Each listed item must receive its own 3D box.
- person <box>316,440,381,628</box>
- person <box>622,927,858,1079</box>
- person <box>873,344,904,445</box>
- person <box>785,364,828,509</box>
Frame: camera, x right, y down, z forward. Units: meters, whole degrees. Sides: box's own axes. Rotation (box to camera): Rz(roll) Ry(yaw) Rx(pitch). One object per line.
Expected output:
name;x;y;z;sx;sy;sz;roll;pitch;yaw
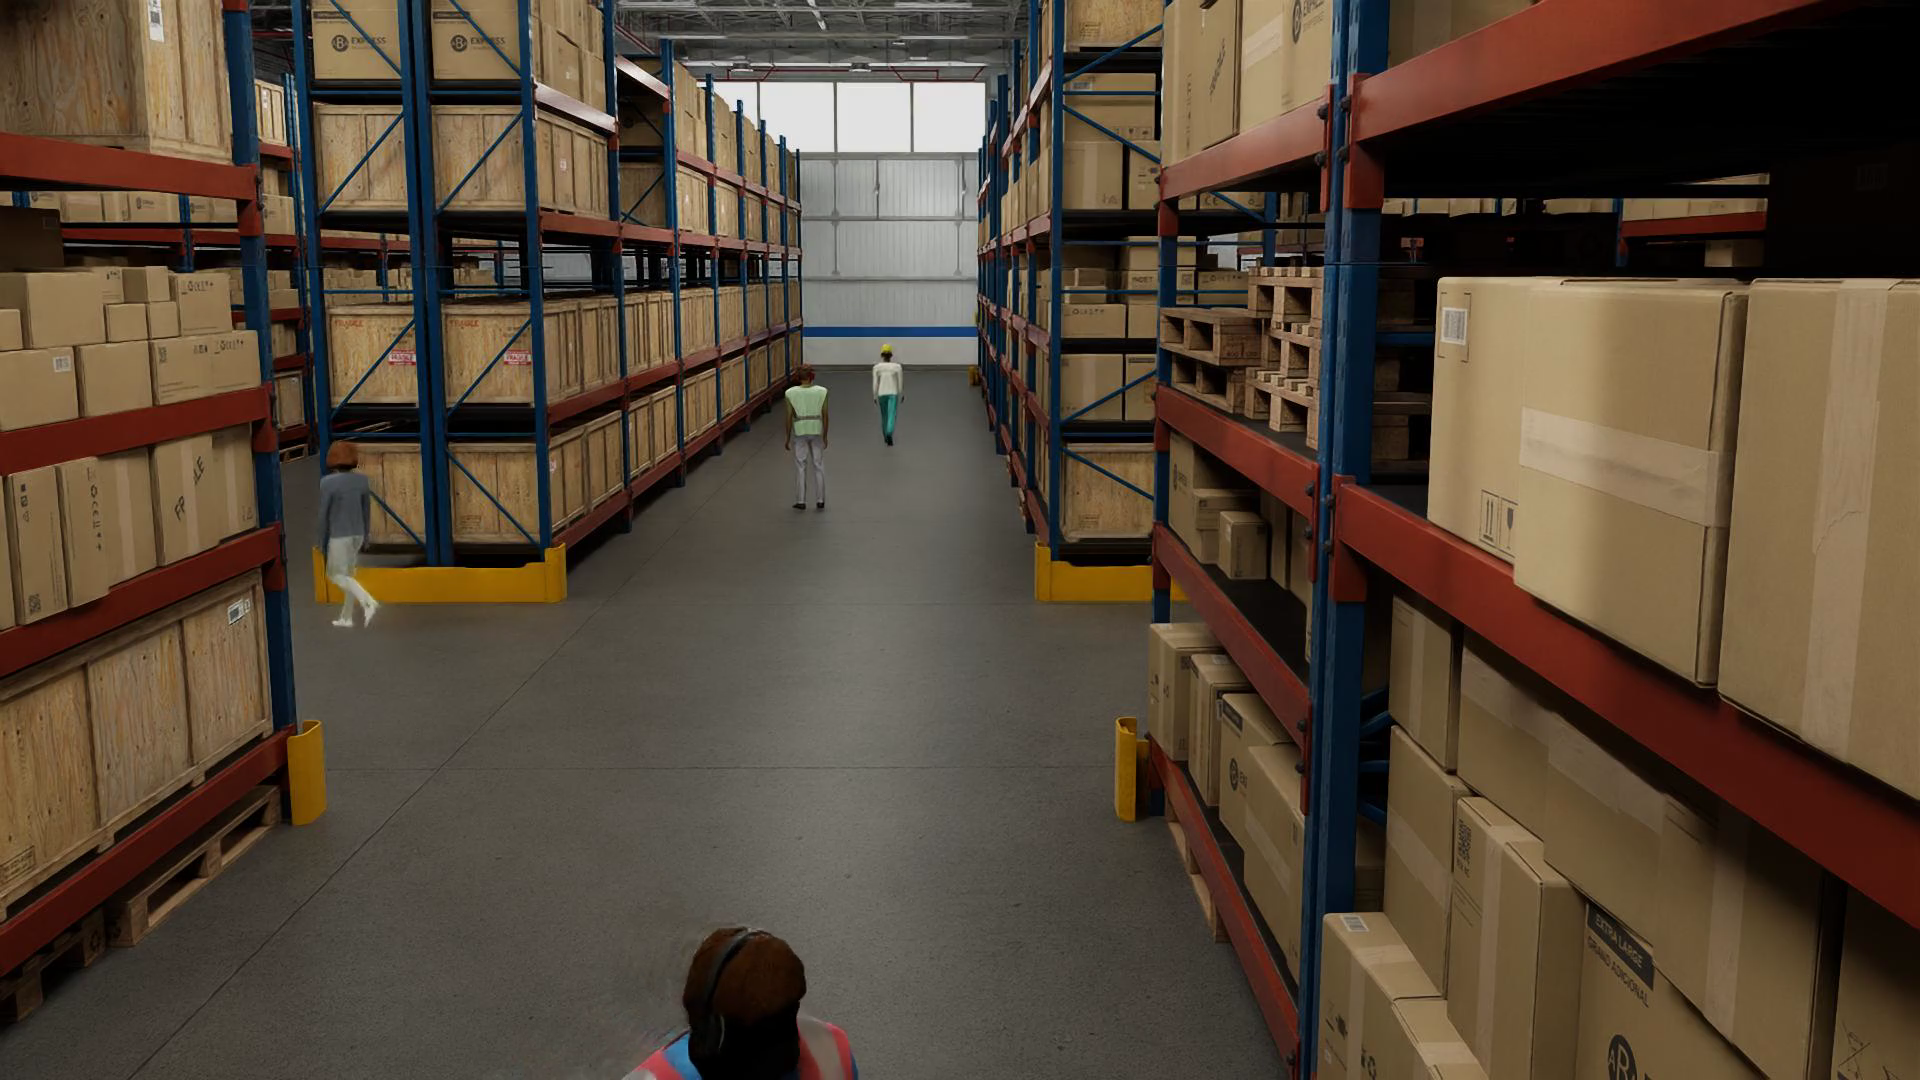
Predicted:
person;-5.098;-0.028;13.906;0.591;1.613;0.510;5;10;26
person;-0.535;1.593;3.401;0.829;1.804;0.624;9;13;43
person;-1.257;-2.524;28.784;0.526;1.742;0.752;2;9;10
person;-1.933;-1.303;21.030;0.564;1.839;0.396;-3;10;-19
